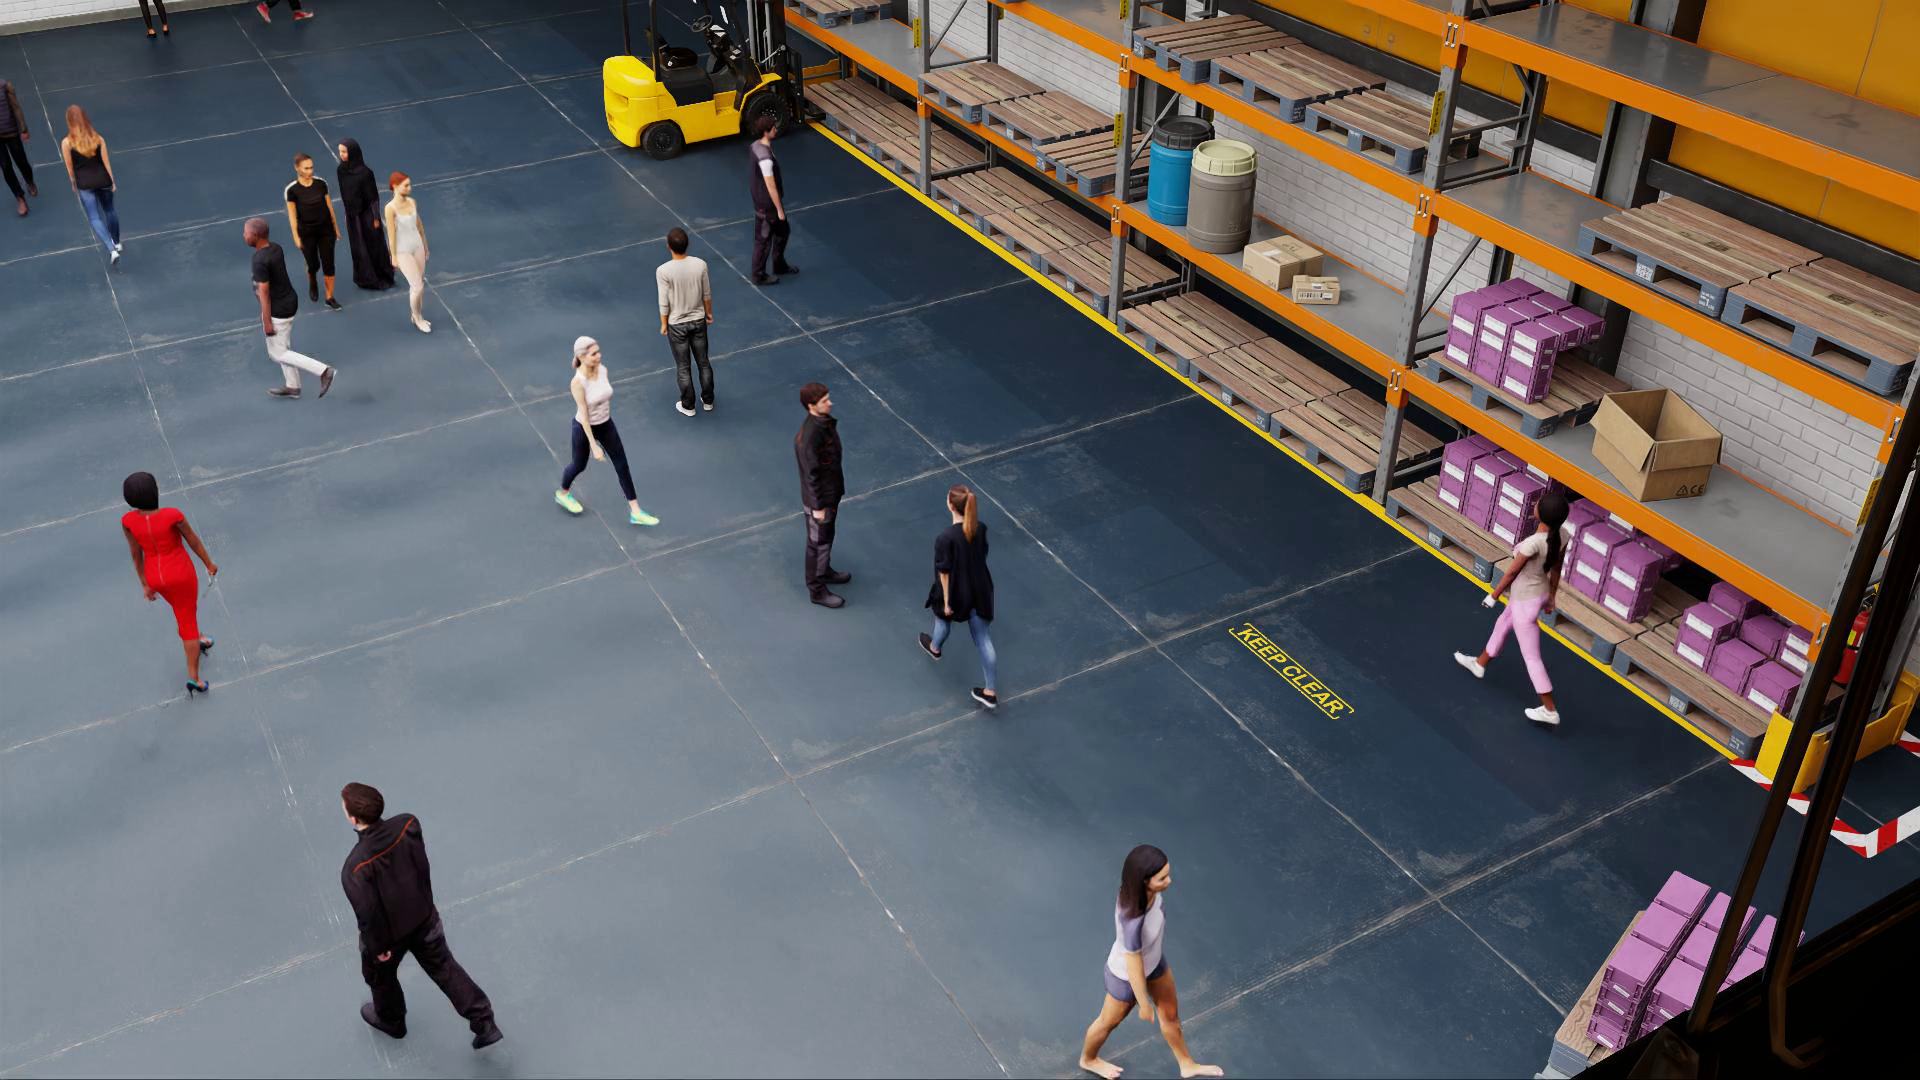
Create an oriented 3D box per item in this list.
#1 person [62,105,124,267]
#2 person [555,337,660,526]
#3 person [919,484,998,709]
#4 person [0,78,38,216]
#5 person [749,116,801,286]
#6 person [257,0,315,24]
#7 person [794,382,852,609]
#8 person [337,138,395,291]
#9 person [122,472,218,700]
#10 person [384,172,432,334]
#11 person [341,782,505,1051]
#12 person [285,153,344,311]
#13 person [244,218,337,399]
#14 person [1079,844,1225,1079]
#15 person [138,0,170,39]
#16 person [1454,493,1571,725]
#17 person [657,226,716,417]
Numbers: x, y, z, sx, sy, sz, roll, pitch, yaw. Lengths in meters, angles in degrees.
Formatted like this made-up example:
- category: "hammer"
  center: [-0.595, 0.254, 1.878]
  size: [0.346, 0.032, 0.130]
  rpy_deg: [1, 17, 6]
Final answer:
- category: "person"
  center: [-9.273, -3.776, 17.836]
  size: [0.701, 1.695, 1.076]
  rpy_deg: [-26, 41, -33]
- category: "person"
  center: [-3.053, -0.868, 13.496]
  size: [1.268, 1.657, 1.024]
  rpy_deg: [17, 37, 23]
- category: "person"
  center: [0.085, 0.434, 11.569]
  size: [0.678, 1.621, 1.151]
  rpy_deg: [-21, 39, -28]
- category: "person"
  center: [-10.971, -4.666, 19.058]
  size: [0.770, 1.824, 0.902]
  rpy_deg: [-12, 36, -18]
- category: "person"
  center: [-2.108, -3.499, 17.297]
  size: [0.856, 1.831, 0.797]
  rpy_deg: [-9, 35, -13]
- category: "person"
  center: [-10.409, -8.713, 25.222]
  size: [0.713, 1.741, 0.982]
  rpy_deg: [-16, 37, -23]
- category: "person"
  center: [-1.058, -0.365, 12.575]
  size: [0.853, 1.838, 0.748]
  rpy_deg: [4, 34, 6]
- category: "person"
  center: [-6.235, -3.414, 17.364]
  size: [0.692, 1.614, 0.774]
  rpy_deg: [15, 36, 21]
- category: "person"
  center: [-5.518, 0.350, 11.607]
  size: [0.851, 1.719, 1.031]
  rpy_deg: [-1, 34, -1]
- category: "person"
  center: [-5.541, -2.873, 16.538]
  size: [0.747, 1.629, 0.699]
  rpy_deg: [16, 37, 23]
- category: "person"
  center: [-2.933, 2.060, 8.889]
  size: [1.275, 1.880, 1.008]
  rpy_deg: [22, 39, 29]
- category: "person"
  center: [-6.601, -3.165, 16.958]
  size: [0.644, 1.650, 0.750]
  rpy_deg: [-23, 40, -30]
- category: "person"
  center: [-6.143, -2.076, 15.195]
  size: [0.961, 1.788, 0.996]
  rpy_deg: [-2, 34, -4]
- category: "person"
  center: [0.839, 2.247, 8.767]
  size: [1.089, 1.703, 0.974]
  rpy_deg: [12, 35, 17]
- category: "person"
  center: [-12.139, -8.353, 24.715]
  size: [0.647, 1.704, 0.603]
  rpy_deg: [-25, 41, -32]
- category: "person"
  center: [3.968, 0.494, 11.413]
  size: [0.716, 1.695, 1.217]
  rpy_deg: [-23, 40, -31]
- category: "person"
  center: [-2.461, -1.976, 15.022]
  size: [0.641, 1.812, 0.536]
  rpy_deg: [-17, 37, -23]
